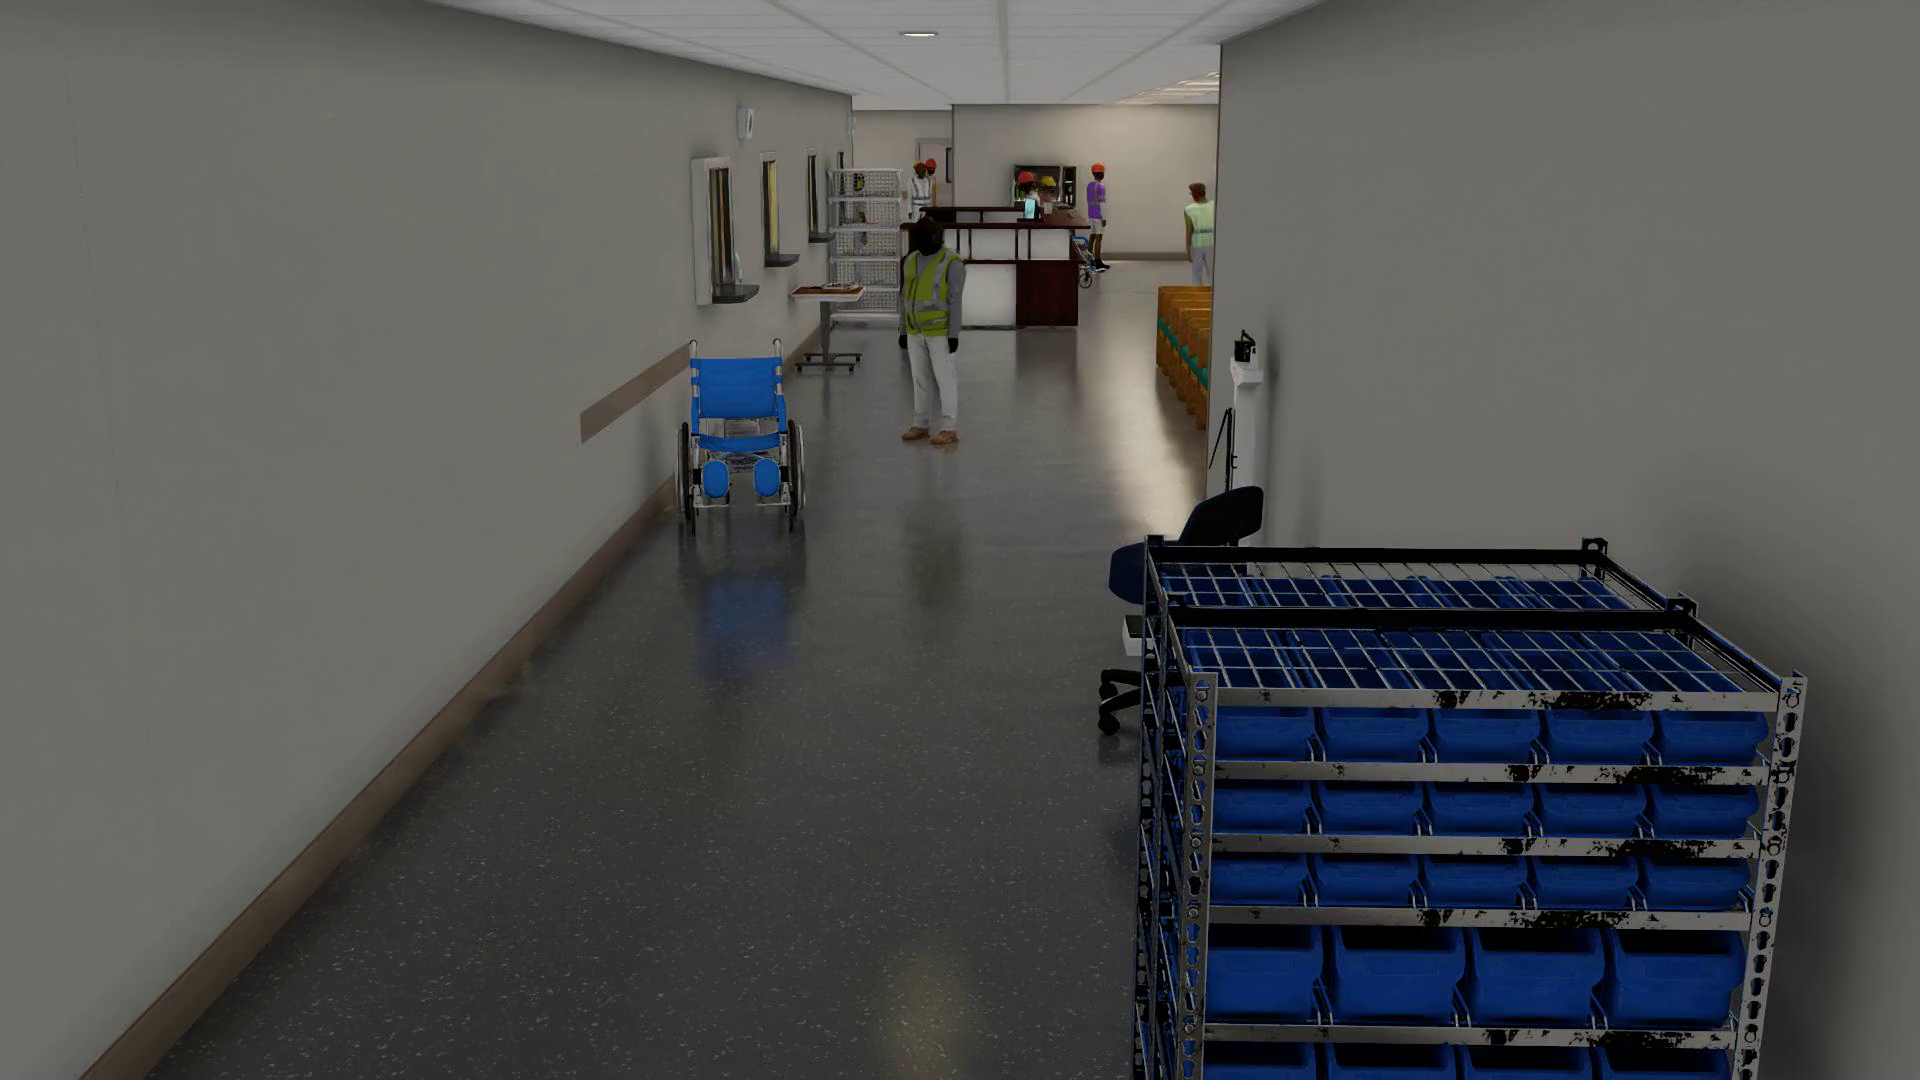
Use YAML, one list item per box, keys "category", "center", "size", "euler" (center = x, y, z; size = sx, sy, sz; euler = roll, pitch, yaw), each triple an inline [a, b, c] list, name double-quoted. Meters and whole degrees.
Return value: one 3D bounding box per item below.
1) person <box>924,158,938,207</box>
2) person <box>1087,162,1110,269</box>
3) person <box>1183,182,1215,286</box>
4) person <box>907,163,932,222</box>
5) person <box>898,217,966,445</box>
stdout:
- category: "person"
  center: [-0.630, -7.146, 35.445]
  size: [0.373, 1.934, 0.551]
  euler: [8, 16, 30]
- category: "person"
  center: [2.548, -5.991, 30.748]
  size: [0.350, 1.942, 0.545]
  euler: [-7, 15, -25]
- category: "person"
  center: [3.430, -4.106, 23.361]
  size: [0.606, 1.813, 0.715]
  euler: [-3, 14, -11]
- category: "person"
  center: [-0.799, -6.647, 33.526]
  size: [0.584, 1.882, 0.337]
  euler: [-10, 17, -34]
- category: "person"
  center: [-0.247, -1.703, 13.572]
  size: [0.635, 1.837, 0.429]
  euler: [12, 18, 39]
